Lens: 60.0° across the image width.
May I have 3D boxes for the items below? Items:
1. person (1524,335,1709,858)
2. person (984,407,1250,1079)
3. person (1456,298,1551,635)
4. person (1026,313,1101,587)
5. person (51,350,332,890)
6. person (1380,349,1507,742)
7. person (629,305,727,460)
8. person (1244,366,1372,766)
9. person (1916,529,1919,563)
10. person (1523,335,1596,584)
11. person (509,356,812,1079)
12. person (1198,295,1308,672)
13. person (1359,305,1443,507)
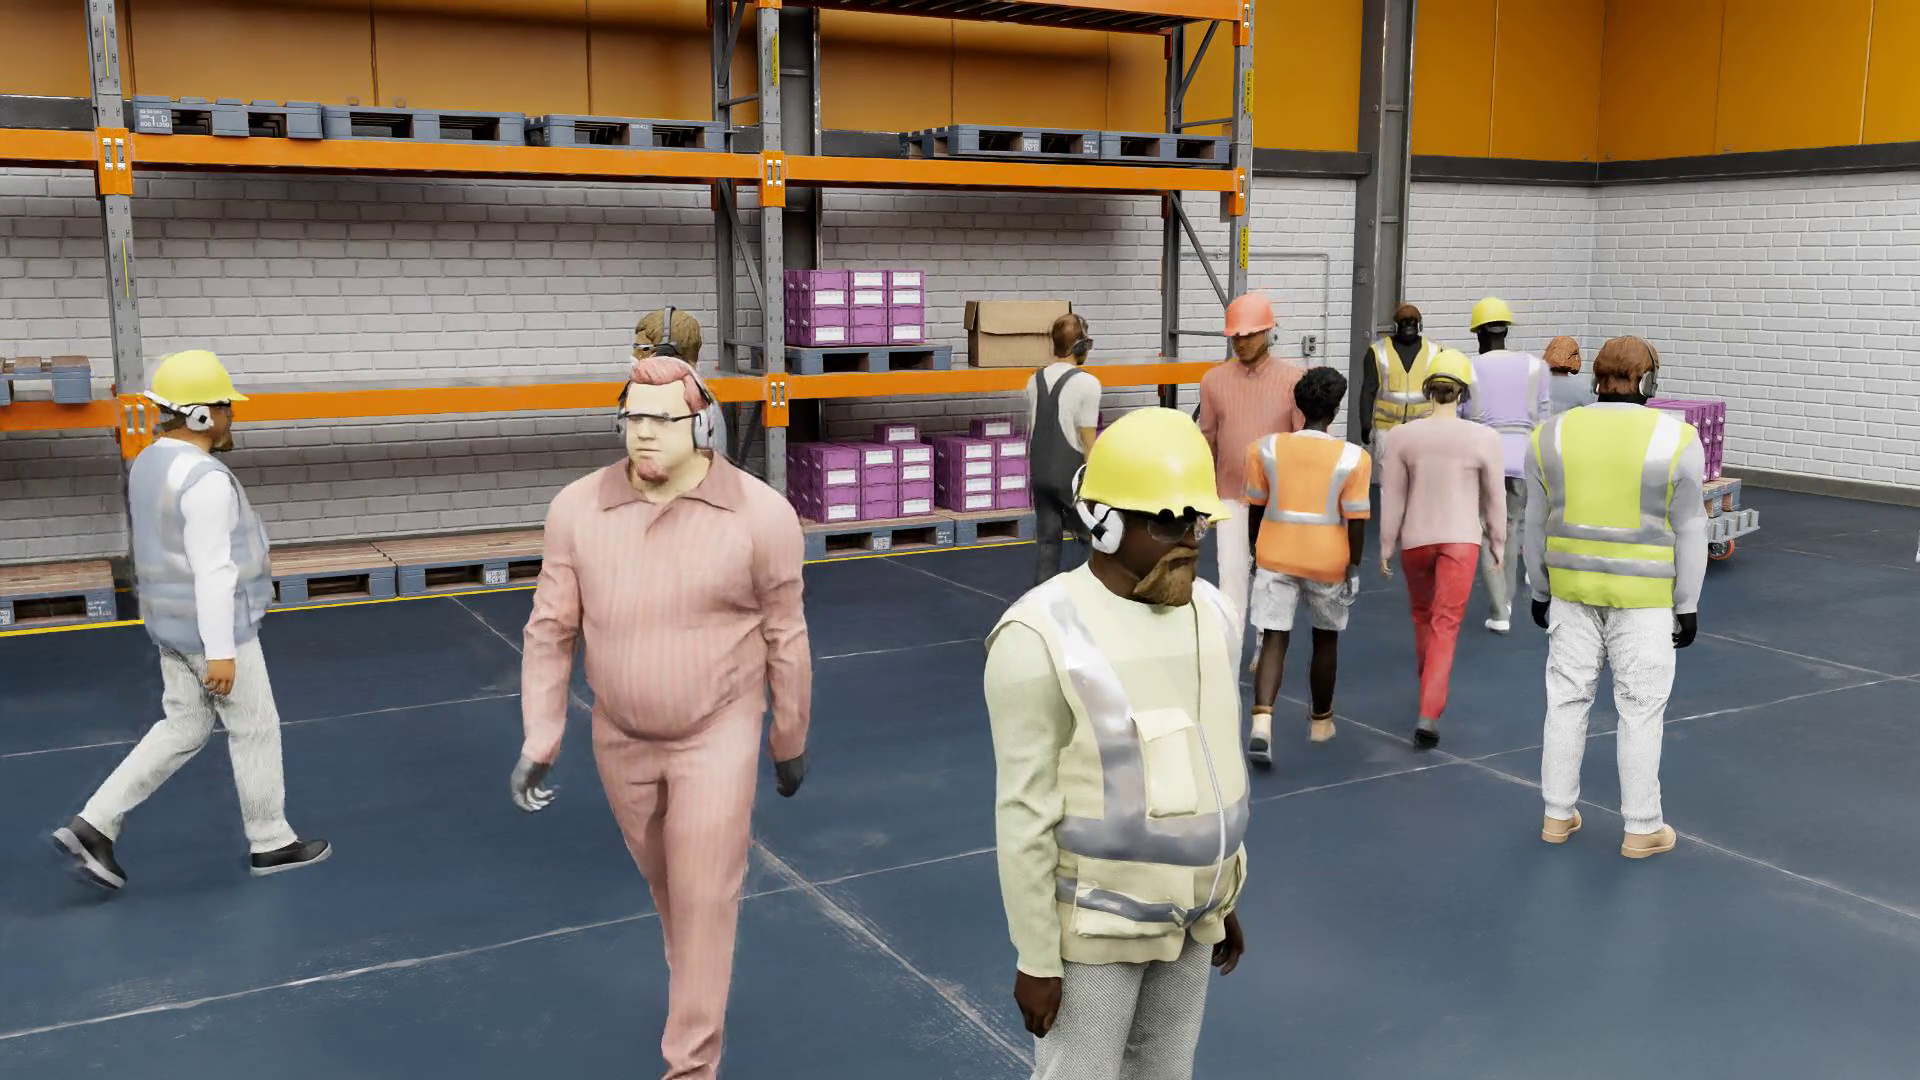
[{"bbox_3d":[2.314,0.199,5.890,0.622,1.839,0.429,7,12,38],"label":"person"},{"bbox_3d":[0.315,0.671,3.031,0.590,1.829,0.404,-9,13,-43],"label":"person"},{"bbox_3d":[3.049,-0.435,9.572,0.612,1.887,0.788,0,9,0],"label":"person"},{"bbox_3d":[0.570,-0.287,8.878,0.505,1.826,0.423,8,12,40],"label":"person"},{"bbox_3d":[-2.571,0.279,5.491,0.788,1.809,0.600,-9,13,-43],"label":"person"},{"bbox_3d":[2.152,0.008,7.435,0.528,1.716,0.979,5,10,26],"label":"person"},{"bbox_3d":[-0.986,0.141,5.924,0.355,1.938,0.637,-1,9,-8],"label":"person"},{"bbox_3d":[1.427,0.109,6.958,0.550,1.667,0.786,4,10,21],"label":"person"},{"bbox_3d":[6.933,-0.741,11.530,0.521,1.865,0.319,-5,11,-30],"label":"person"},{"bbox_3d":[3.877,-0.508,10.807,0.499,1.634,0.279,7,12,38],"label":"person"},{"bbox_3d":[-0.723,0.486,4.075,0.656,1.859,0.975,2,10,12],"label":"person"},{"bbox_3d":[1.448,-0.226,8.170,0.638,1.929,1.039,4,10,21],"label":"person"},{"bbox_3d":[3.412,-0.923,12.886,0.631,1.796,0.969,2,9,10],"label":"person"}]
